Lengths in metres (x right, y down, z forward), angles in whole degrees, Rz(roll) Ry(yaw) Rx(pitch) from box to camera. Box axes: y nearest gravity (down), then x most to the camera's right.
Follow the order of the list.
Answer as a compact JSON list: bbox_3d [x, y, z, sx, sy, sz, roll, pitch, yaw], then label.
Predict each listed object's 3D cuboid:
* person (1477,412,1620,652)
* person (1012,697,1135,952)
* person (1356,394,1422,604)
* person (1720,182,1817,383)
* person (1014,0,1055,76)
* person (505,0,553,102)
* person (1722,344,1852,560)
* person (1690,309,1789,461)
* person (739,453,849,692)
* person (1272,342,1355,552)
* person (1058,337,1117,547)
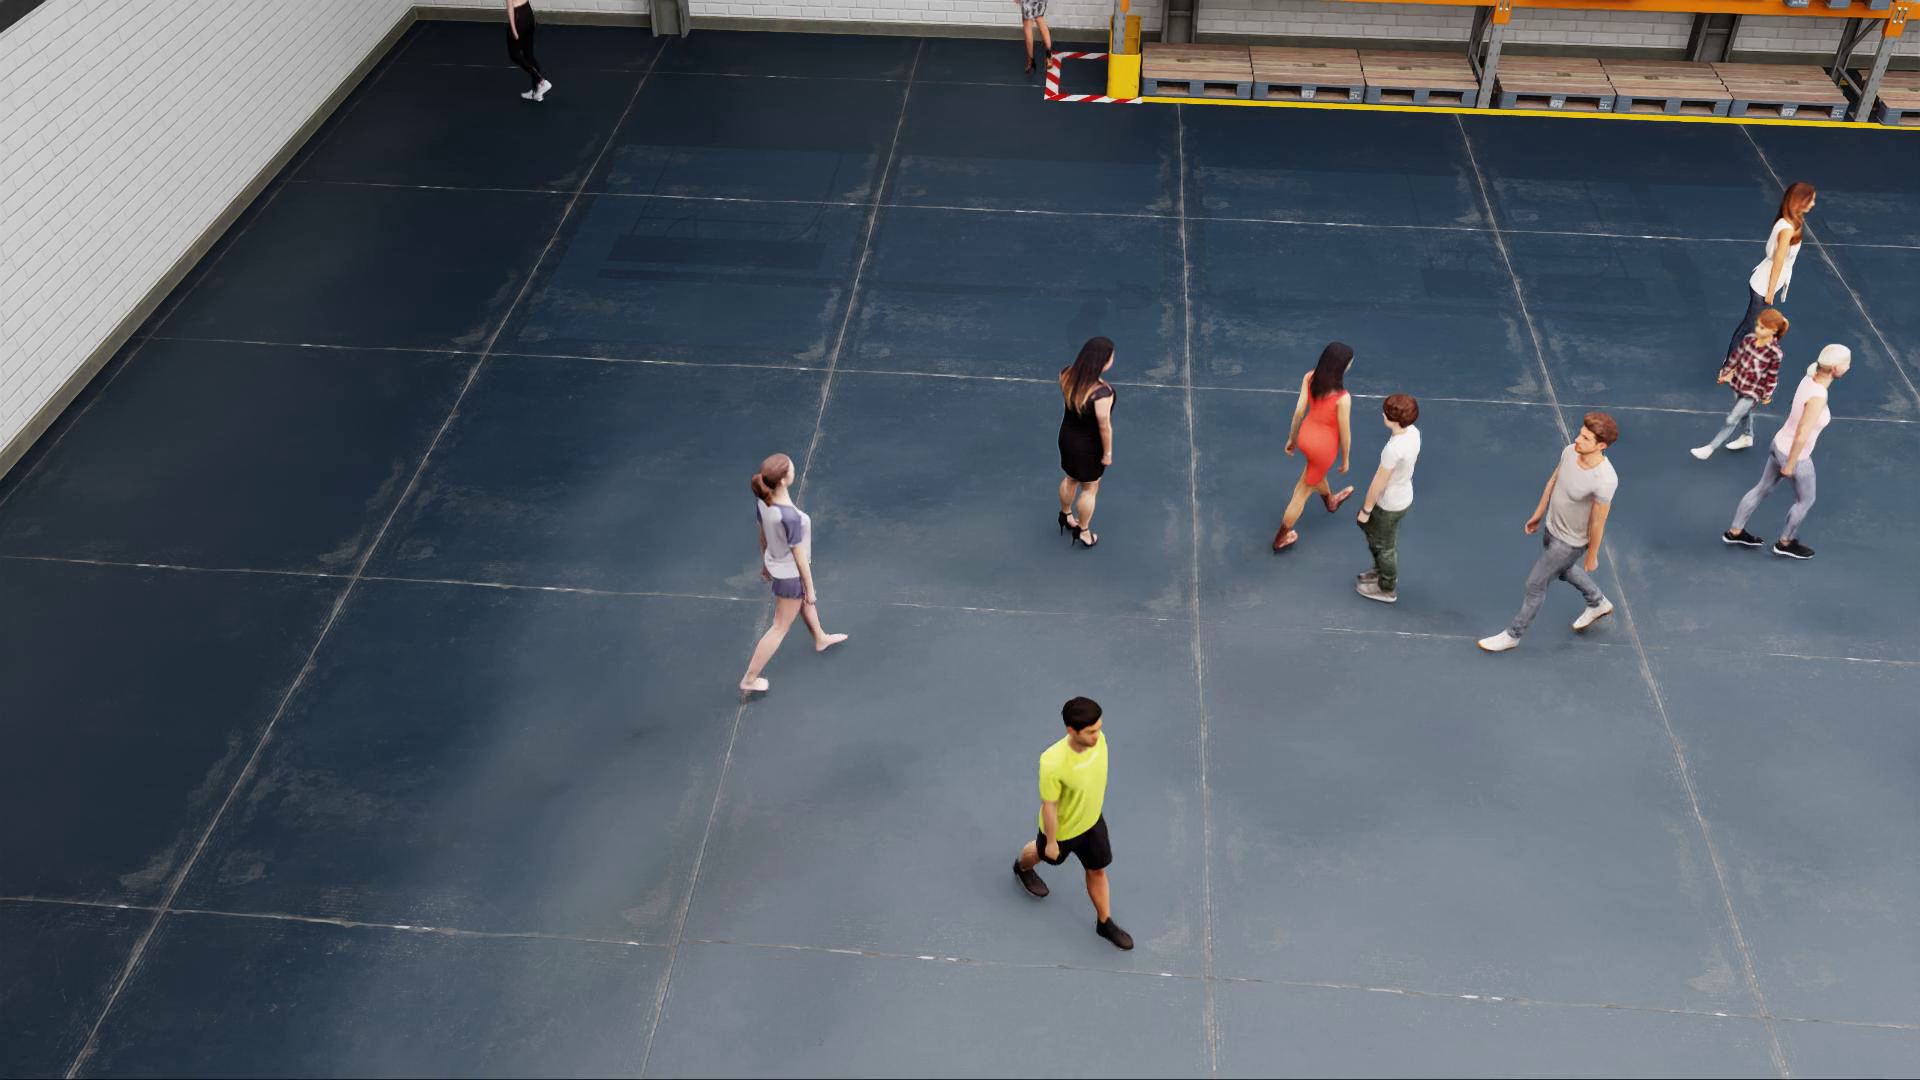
[{"bbox_3d":[4.026,-0.052,10.821,1.273,1.864,0.856,-5,39,-7],"label":"person"},{"bbox_3d":[0.540,1.467,9.077,1.105,1.667,1.174,-29,47,-31],"label":"person"},{"bbox_3d":[2.986,-0.236,11.230,0.719,1.641,0.671,17,42,20],"label":"person"},{"bbox_3d":[6.501,-2.080,13.425,0.633,1.784,0.640,17,42,20],"label":"person"},{"bbox_3d":[0.853,-5.954,18.255,0.815,1.811,0.843,-16,41,-19],"label":"person"},{"bbox_3d":[-4.598,-5.514,17.763,0.761,1.736,0.692,14,41,17],"label":"person"},{"bbox_3d":[5.750,-0.625,11.667,0.850,1.705,0.615,7,39,9],"label":"person"},{"bbox_3d":[6.082,-1.187,12.717,0.965,1.271,0.771,-12,40,-15],"label":"person"},{"bbox_3d":[-1.166,0.240,10.565,1.149,1.728,1.048,-25,45,-28],"label":"person"},{"bbox_3d":[2.448,-0.603,11.659,1.132,1.679,1.031,-26,45,-29],"label":"person"},{"bbox_3d":[0.870,-0.679,11.731,0.800,1.708,0.747,-26,45,-28],"label":"person"}]
